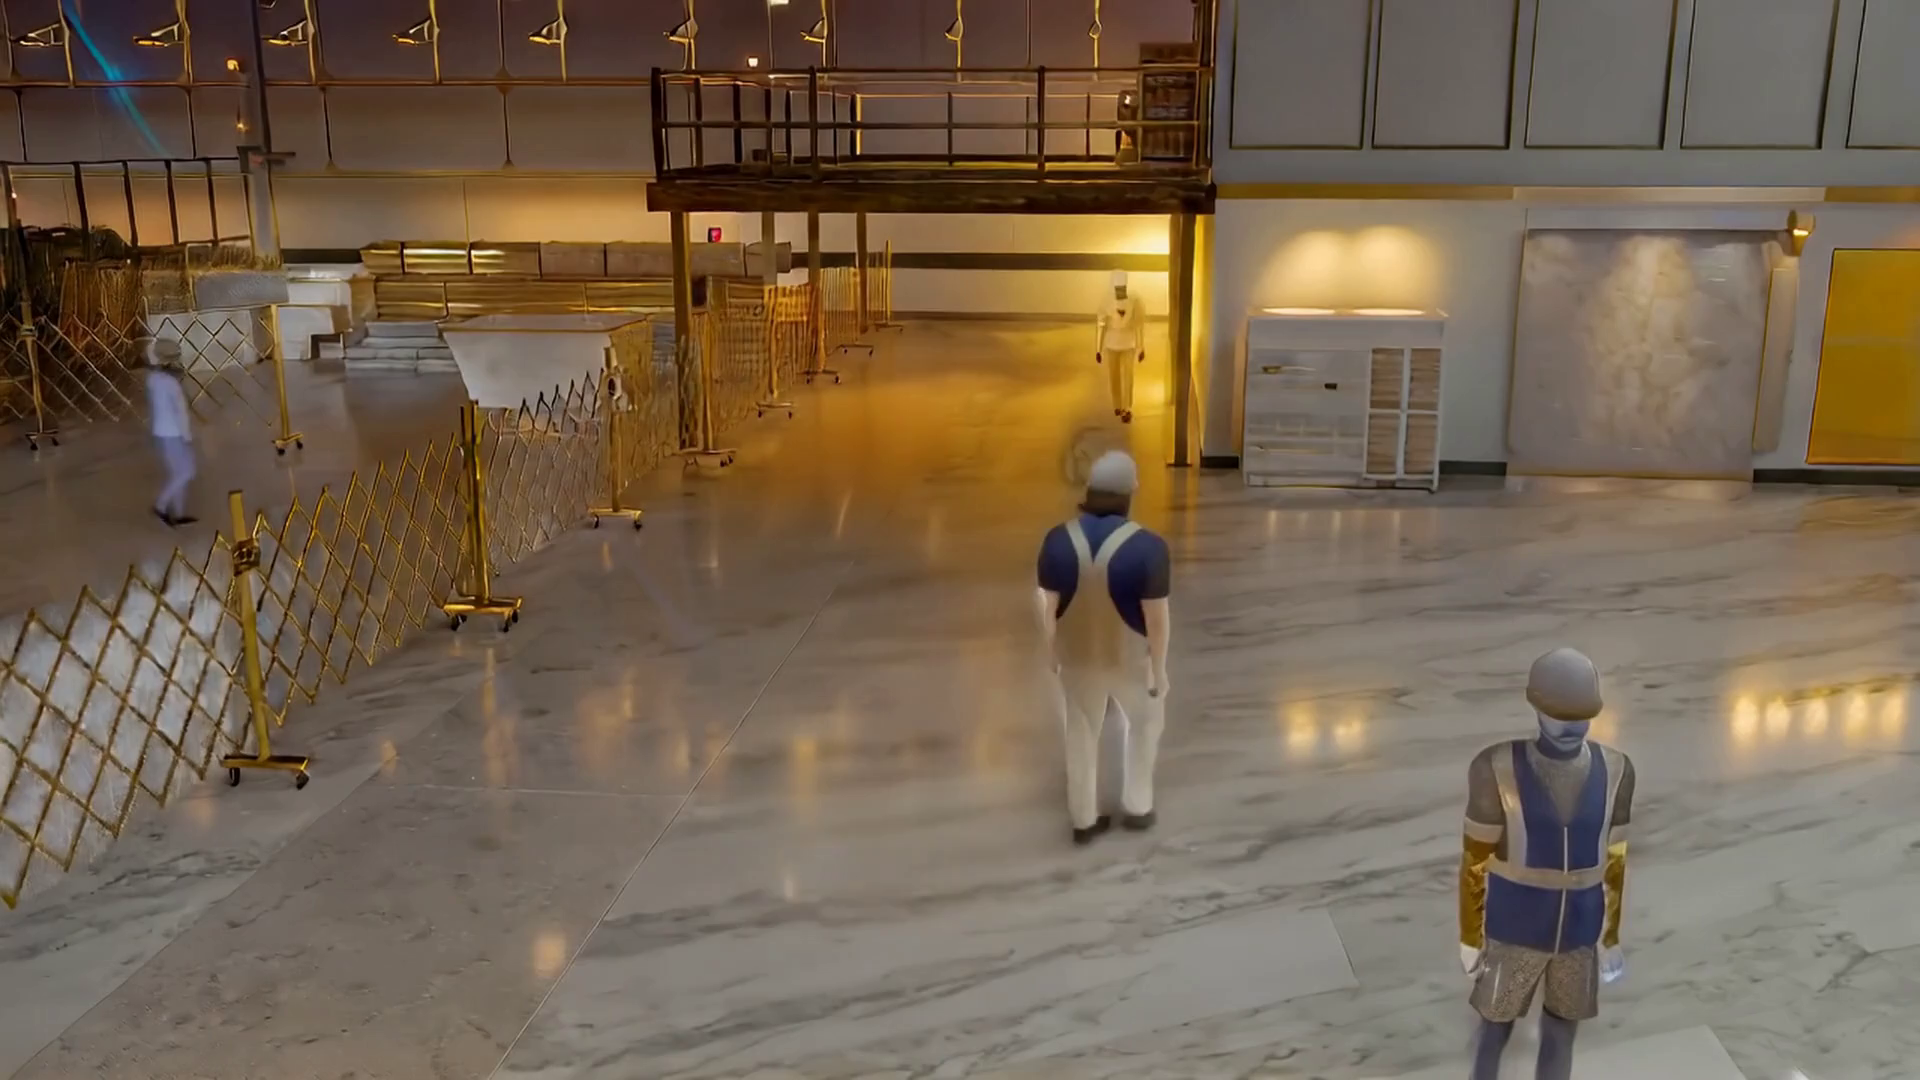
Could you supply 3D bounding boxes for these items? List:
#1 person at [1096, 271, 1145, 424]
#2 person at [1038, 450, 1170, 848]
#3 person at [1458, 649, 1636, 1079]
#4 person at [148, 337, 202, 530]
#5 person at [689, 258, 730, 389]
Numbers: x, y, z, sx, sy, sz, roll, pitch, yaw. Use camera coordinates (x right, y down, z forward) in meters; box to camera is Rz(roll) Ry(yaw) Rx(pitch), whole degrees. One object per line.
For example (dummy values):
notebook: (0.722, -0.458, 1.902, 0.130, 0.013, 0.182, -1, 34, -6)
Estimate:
person: (1.994, -2.405, 20.718, 0.612, 1.867, 1.007, 1, 14, 4)
person: (0.780, 0.525, 8.393, 0.705, 2.000, 0.682, 7, 15, 26)
person: (1.933, 1.285, 5.502, 0.553, 1.935, 0.361, 0, 14, 0)
person: (-7.135, -0.945, 14.998, 0.557, 1.755, 0.460, 13, 19, 42)
person: (-3.596, -3.032, 23.341, 0.750, 1.860, 0.372, -4, 14, -16)
